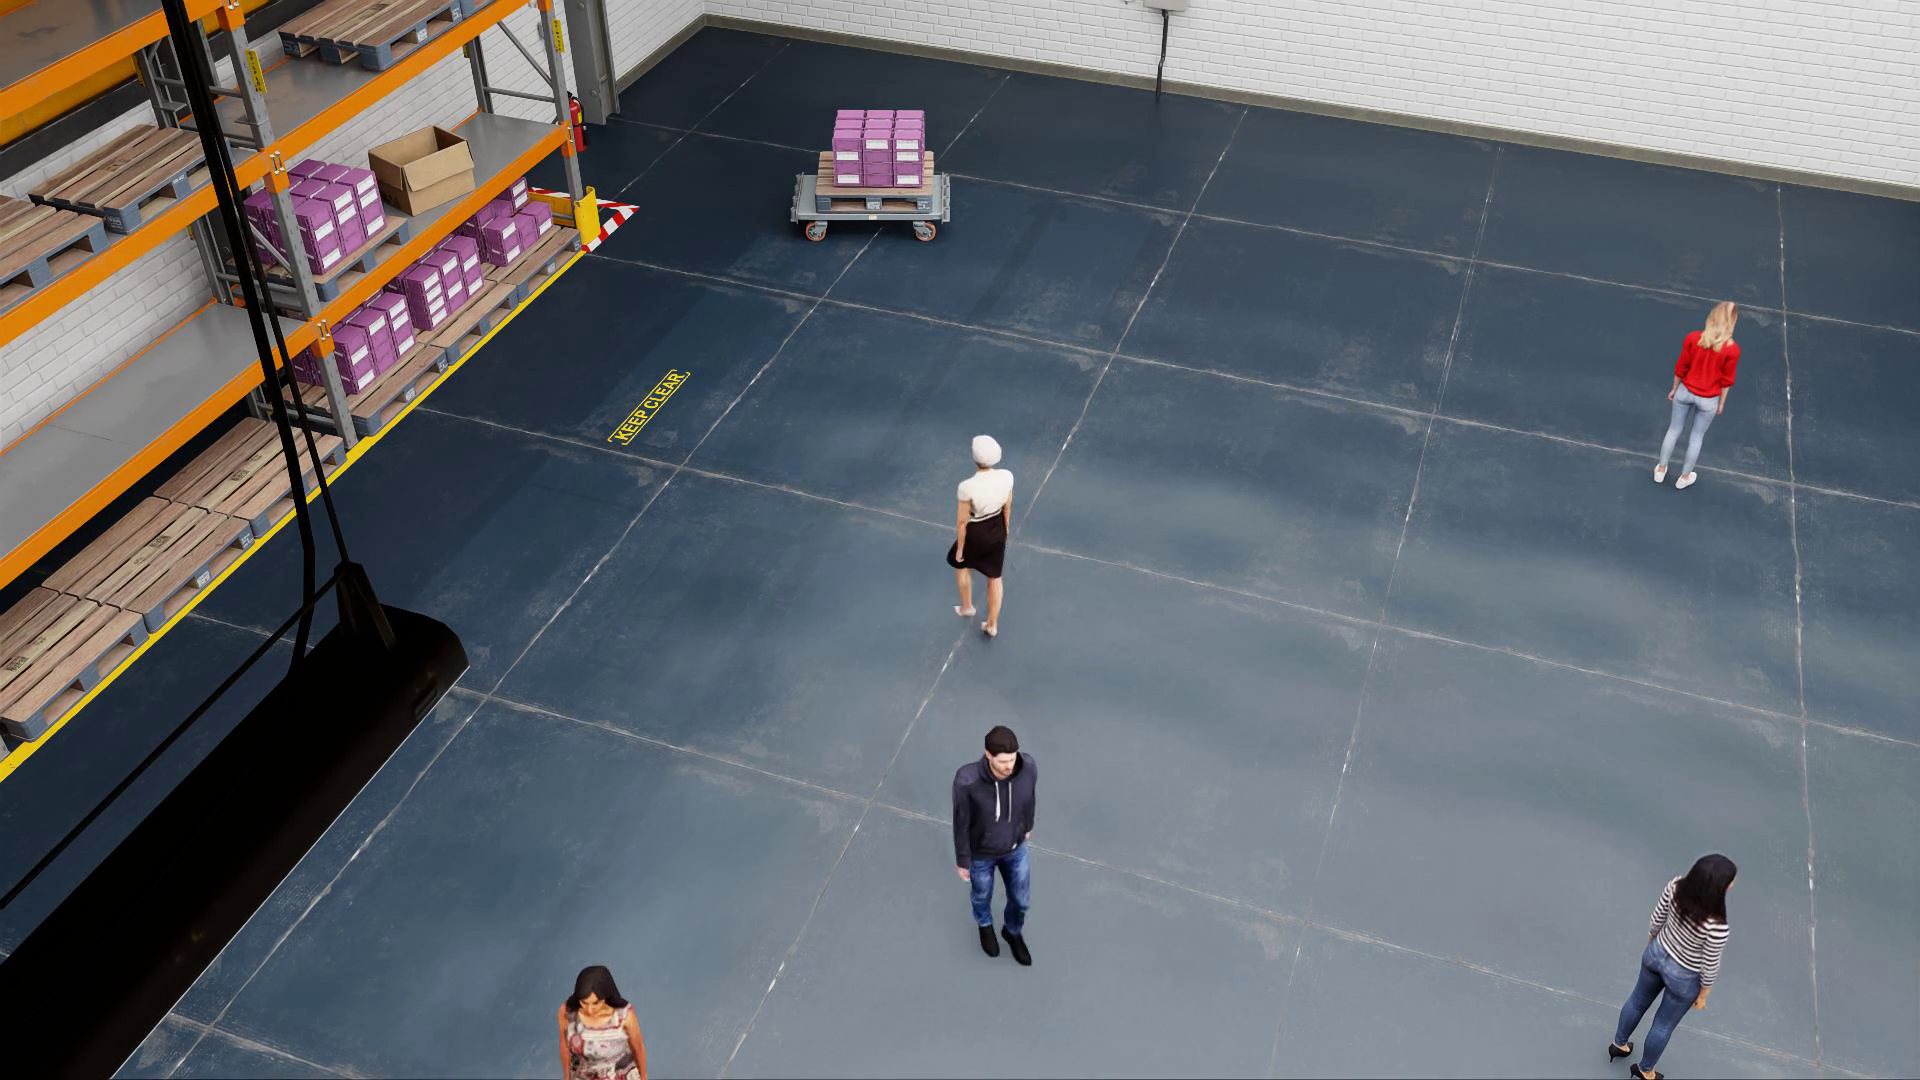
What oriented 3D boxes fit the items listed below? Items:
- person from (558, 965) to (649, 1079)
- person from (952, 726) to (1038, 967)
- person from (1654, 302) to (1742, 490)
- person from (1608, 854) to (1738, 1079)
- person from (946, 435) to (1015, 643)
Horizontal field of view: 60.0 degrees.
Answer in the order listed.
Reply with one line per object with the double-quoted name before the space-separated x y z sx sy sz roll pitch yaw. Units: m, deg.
"person" -1.842 2.723 8.746 0.774 1.635 0.944 3 39 4
"person" 0.175 1.721 9.807 0.814 1.877 0.852 -9 40 -12
"person" 6.020 -1.177 13.574 0.668 1.705 0.602 24 45 27
"person" 3.892 2.350 9.084 0.691 1.797 0.626 -15 41 -18
"person" 0.203 0.053 12.007 0.836 1.738 0.896 -17 42 -20
